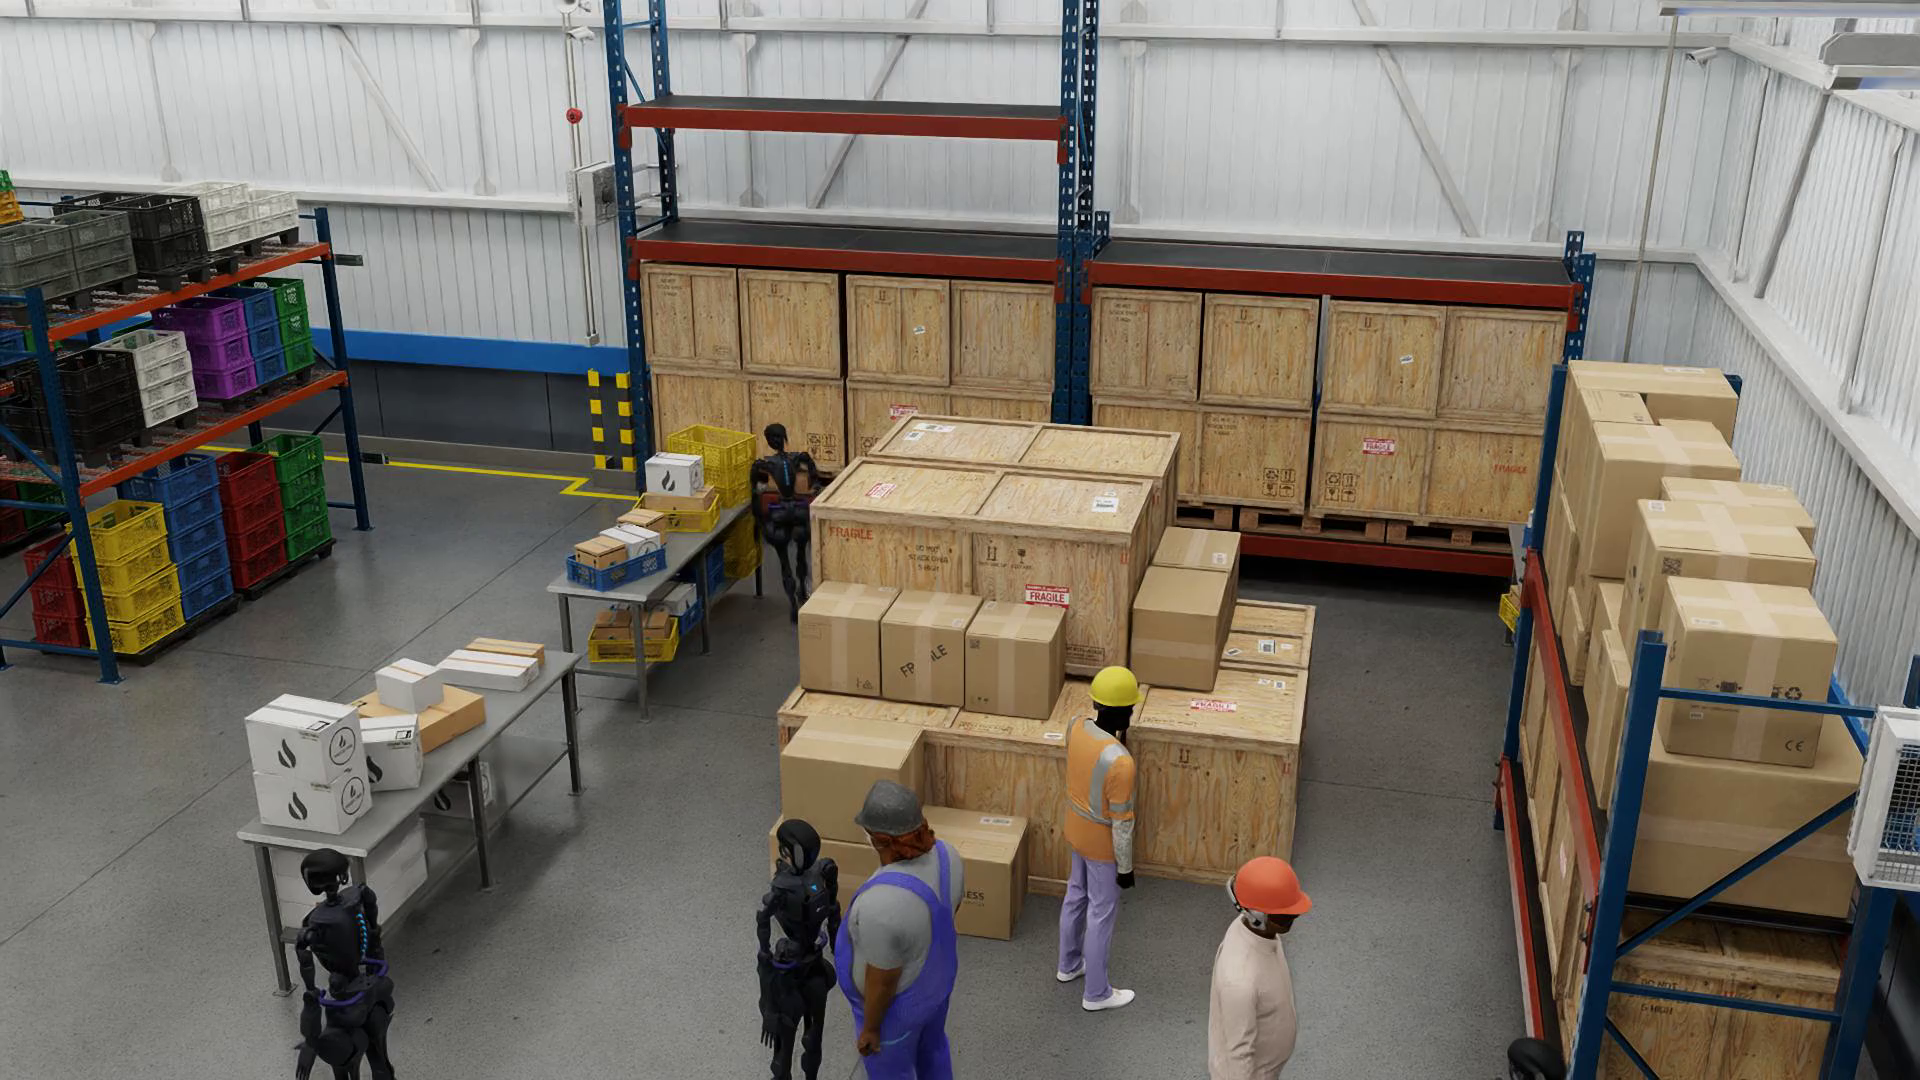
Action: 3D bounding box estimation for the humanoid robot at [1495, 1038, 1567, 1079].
[{"bbox_3d":[2.117,2.579,6.321,0.377,1.653,0.634,17,27,38],"label":"humanoid robot"}]

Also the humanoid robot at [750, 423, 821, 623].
[{"bbox_3d":[-1.375,-0.176,13.585,0.651,1.630,0.656,-6,22,-16],"label":"humanoid robot"}]

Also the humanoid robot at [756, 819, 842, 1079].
[{"bbox_3d":[-0.727,2.039,7.720,0.326,1.656,0.588,14,25,33],"label":"humanoid robot"}]

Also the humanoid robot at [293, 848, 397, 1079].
[{"bbox_3d":[-2.756,2.124,7.498,0.313,1.656,0.614,5,22,14],"label":"humanoid robot"}]

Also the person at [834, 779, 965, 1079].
[{"bbox_3d":[-0.295,1.974,7.403,0.536,2.000,0.686,11,24,27],"label":"person"}]

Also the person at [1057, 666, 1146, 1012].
[{"bbox_3d":[0.749,1.545,8.702,0.405,1.918,0.582,-9,23,-23],"label":"person"}]

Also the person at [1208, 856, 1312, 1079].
[{"bbox_3d":[1.207,2.191,6.898,0.376,1.995,0.607,6,22,15],"label":"person"}]
